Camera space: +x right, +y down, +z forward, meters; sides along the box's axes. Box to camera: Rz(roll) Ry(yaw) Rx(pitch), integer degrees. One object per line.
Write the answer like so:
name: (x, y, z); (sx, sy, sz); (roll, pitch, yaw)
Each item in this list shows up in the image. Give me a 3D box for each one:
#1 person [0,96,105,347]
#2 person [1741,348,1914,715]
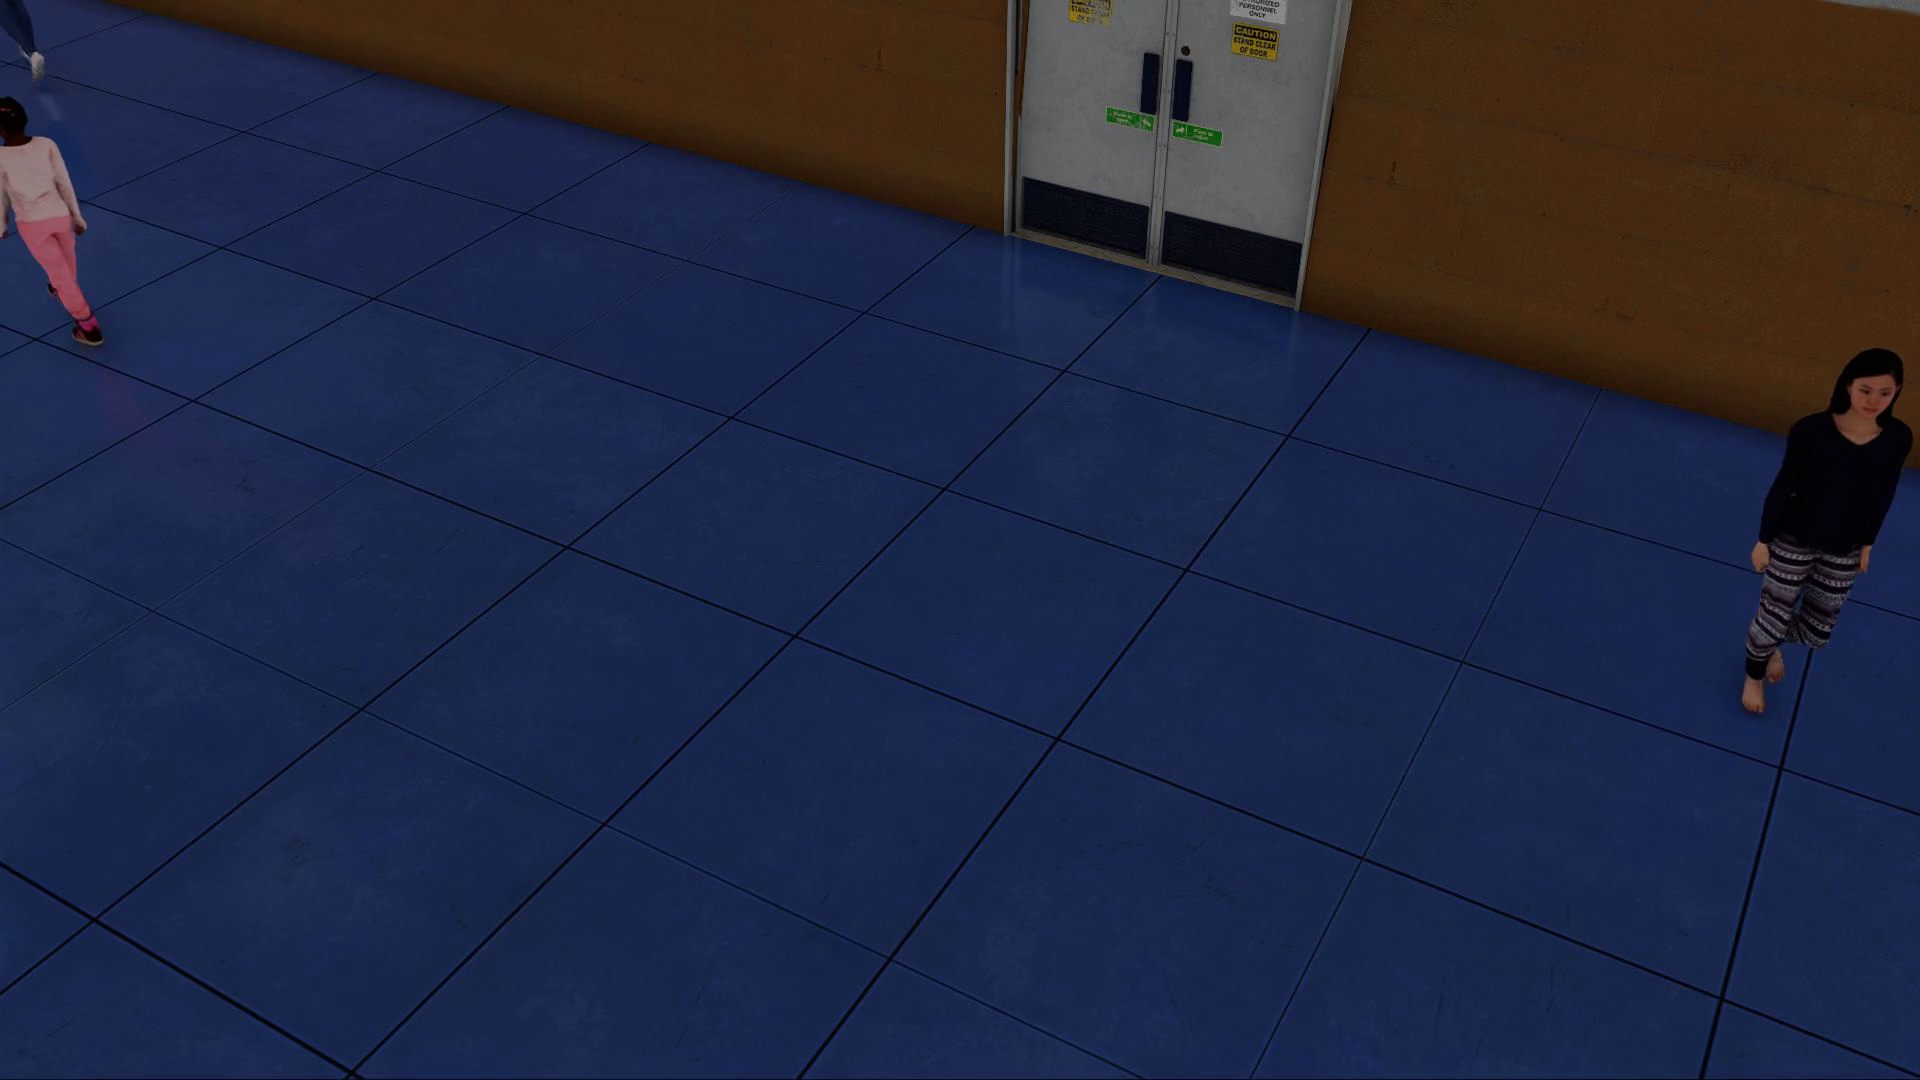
person: (-5.050, -1.744, 9.240); (0.718, 1.412, 0.927); (25, 44, 30)
person: (3.457, -0.061, 6.737); (0.710, 1.725, 0.745); (7, 37, 9)
